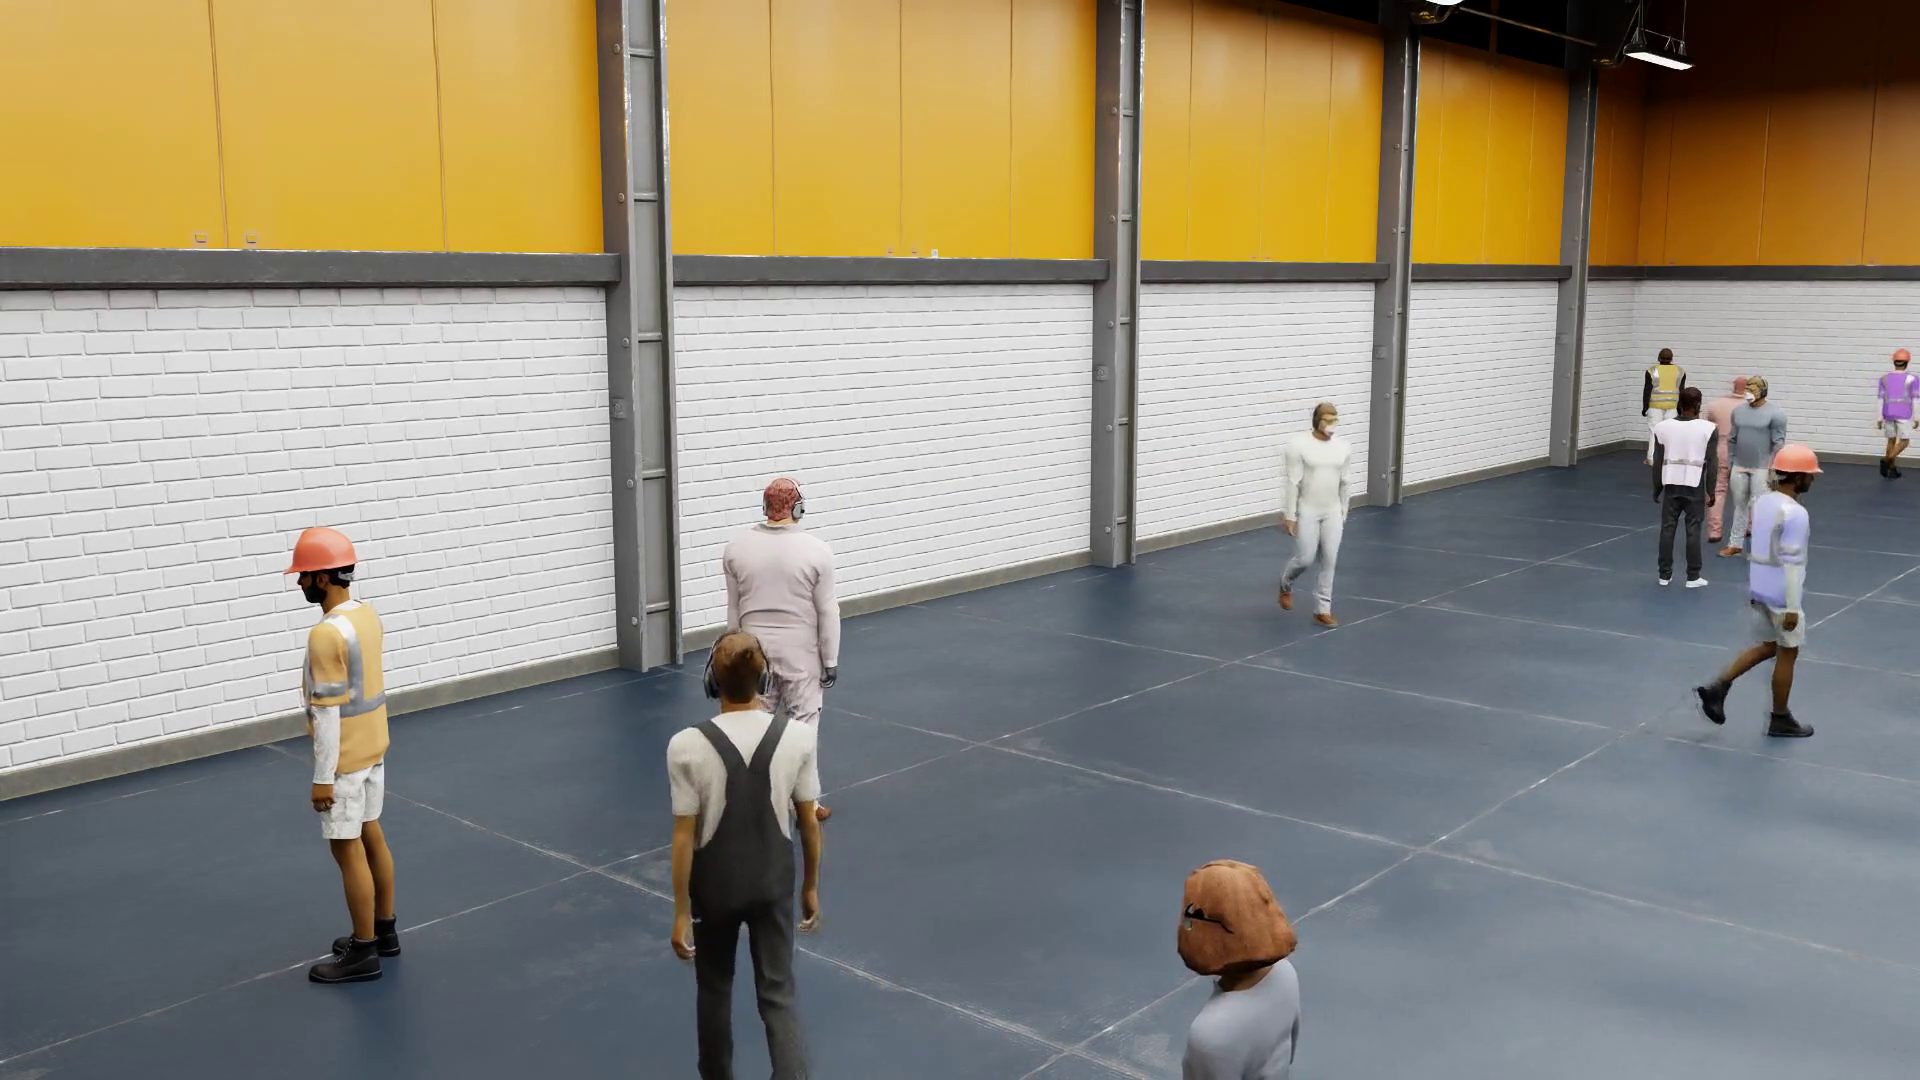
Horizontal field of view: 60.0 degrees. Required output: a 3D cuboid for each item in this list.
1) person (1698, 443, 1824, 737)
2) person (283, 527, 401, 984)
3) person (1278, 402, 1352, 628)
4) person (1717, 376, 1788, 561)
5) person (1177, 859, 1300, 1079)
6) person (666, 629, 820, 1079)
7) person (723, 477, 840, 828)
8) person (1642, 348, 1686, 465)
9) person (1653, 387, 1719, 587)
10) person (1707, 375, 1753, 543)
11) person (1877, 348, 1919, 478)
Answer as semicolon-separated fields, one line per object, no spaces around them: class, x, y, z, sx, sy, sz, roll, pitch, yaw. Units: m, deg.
person;5.179;0.332;10.647;0.650;1.924;0.564;0;9;-2
person;-2.627;0.902;7.051;0.382;1.932;0.541;0;9;-1
person;3.017;-0.231;14.179;0.634;1.921;0.629;-3;9;-17
person;8.276;-0.744;17.352;0.376;1.940;0.629;-5;10;-28
person;0.644;1.547;3.923;0.267;1.631;0.507;5;11;31
person;-0.702;1.202;5.559;0.521;1.818;0.888;-3;10;-18
person;-0.943;0.607;8.996;0.639;1.902;0.402;2;9;14
person;11.000;-2.082;26.053;0.636;1.842;0.429;1;9;4
person;6.923;-0.500;15.908;0.587;1.911;0.391;7;12;39
person;8.711;-0.913;18.671;0.658;1.858;0.991;7;11;37
person;13.603;-1.822;24.174;0.764;1.918;0.558;-7;12;-38
